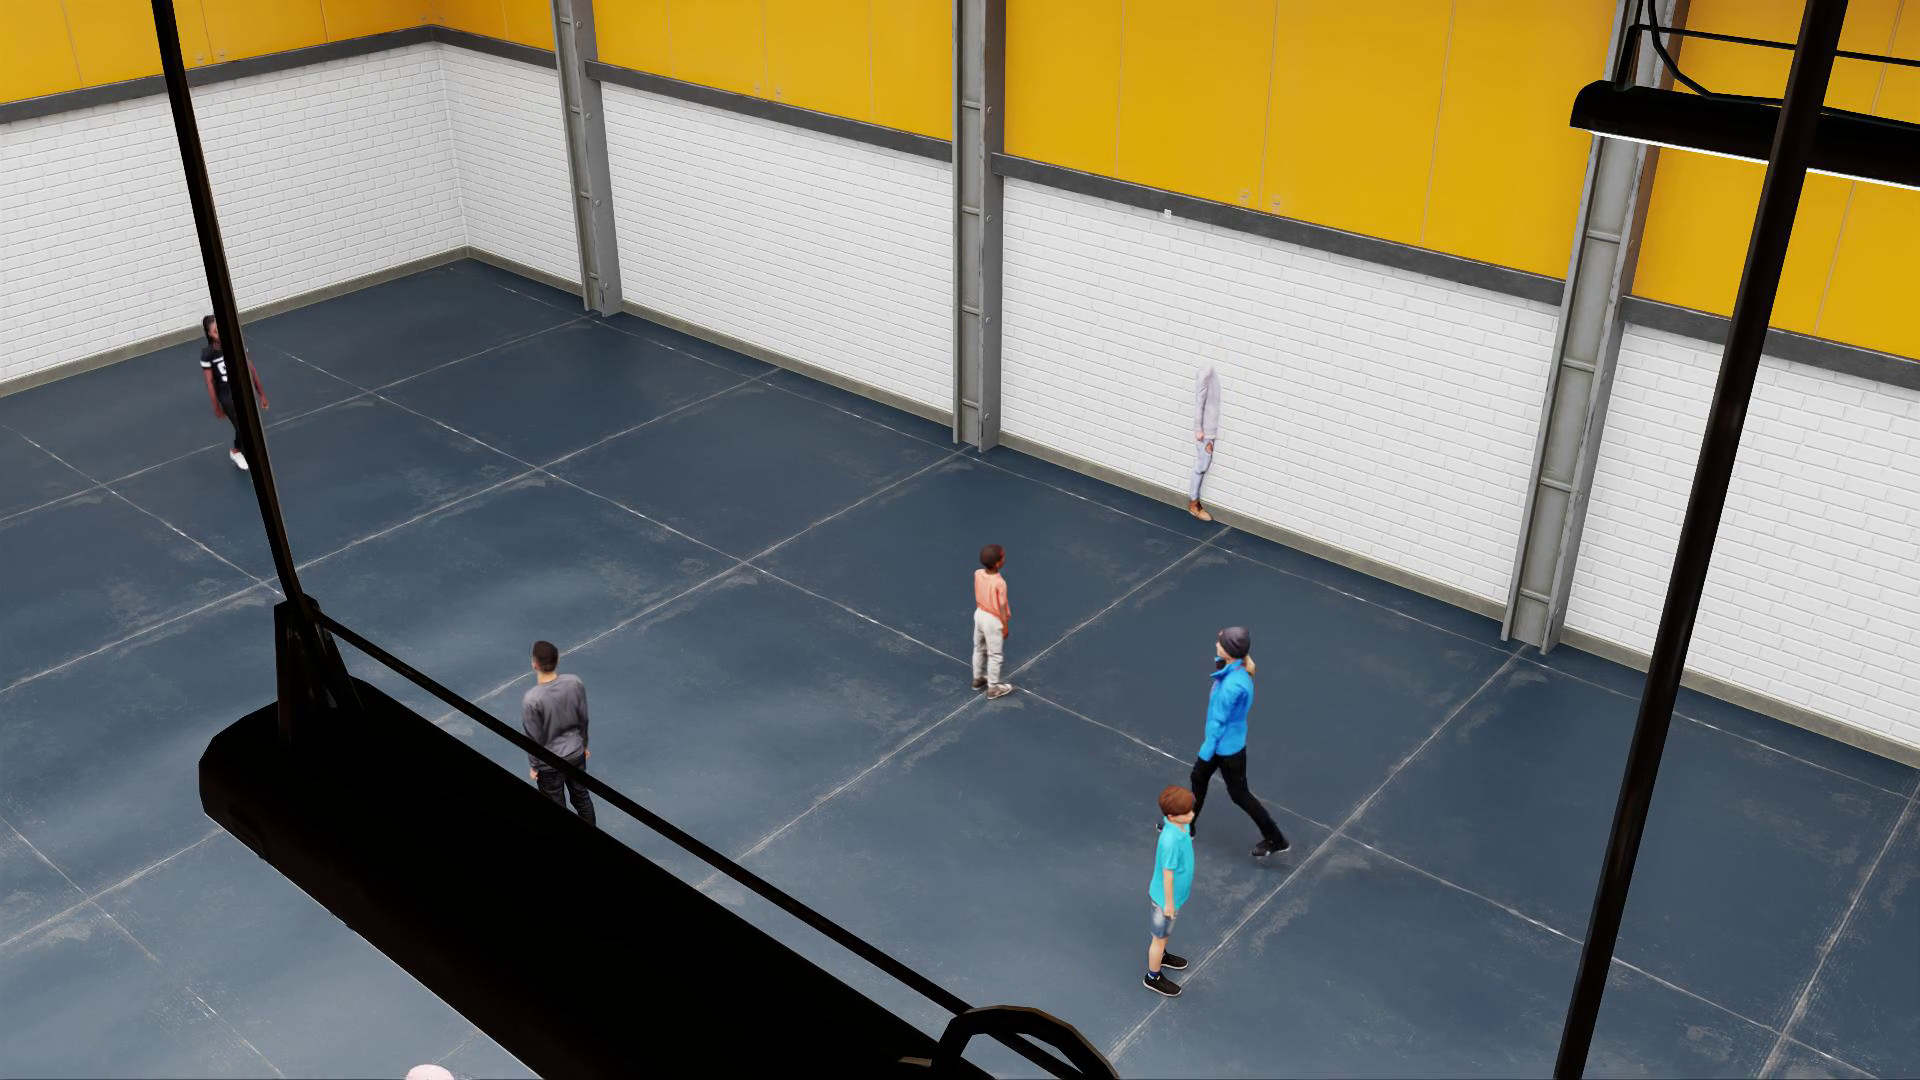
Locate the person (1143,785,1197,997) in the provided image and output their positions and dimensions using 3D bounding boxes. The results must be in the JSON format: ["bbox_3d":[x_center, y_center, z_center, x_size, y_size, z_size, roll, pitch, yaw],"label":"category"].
[{"bbox_3d":[1.270,2.086,10.085,0.585,1.449,0.586,8,30,14],"label":"person"}]

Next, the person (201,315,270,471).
[{"bbox_3d":[-7.062,-1.371,16.170,1.144,1.692,0.625,23,36,36],"label":"person"}]

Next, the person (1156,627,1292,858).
[{"bbox_3d":[1.862,1.404,11.020,1.241,1.751,0.925,9,30,16],"label":"person"}]

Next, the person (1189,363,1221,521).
[{"bbox_3d":[2.353,-1.096,15.513,0.696,1.837,0.599,-25,37,-38],"label":"person"}]

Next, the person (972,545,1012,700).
[{"bbox_3d":[0.227,0.620,12.919,0.559,1.308,0.434,-23,36,-36],"label":"person"}]

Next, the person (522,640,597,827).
[{"bbox_3d":[-2.641,1.425,10.971,0.556,1.761,0.628,25,38,38],"label":"person"}]
